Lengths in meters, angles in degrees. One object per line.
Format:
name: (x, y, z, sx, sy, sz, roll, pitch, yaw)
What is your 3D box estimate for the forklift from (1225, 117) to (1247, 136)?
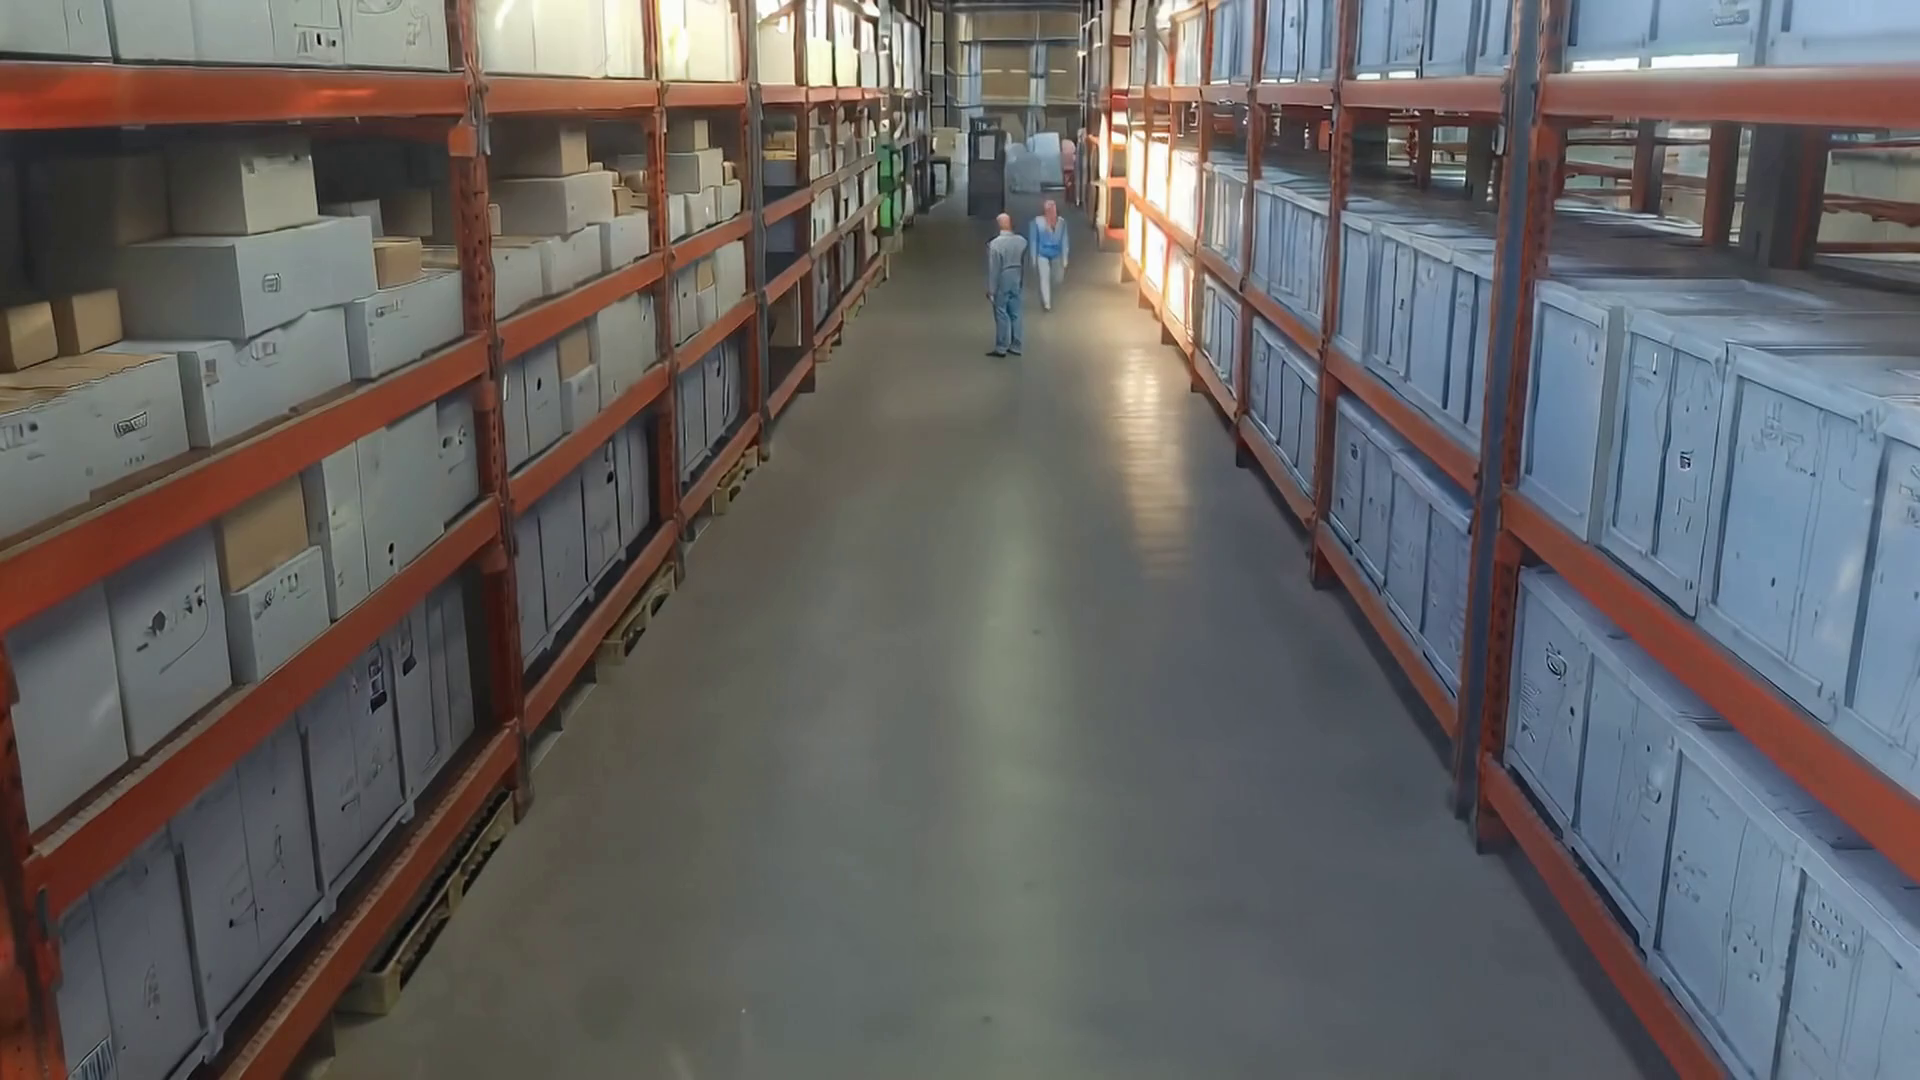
forklift: (7.700, -10.150, 45.555, 1.129, 2.768, 1.873, 0, 15, 1)

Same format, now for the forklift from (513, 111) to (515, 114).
forklift: (-18.267, -16.752, 70.120, 1.129, 2.768, 1.873, 0, 15, 2)

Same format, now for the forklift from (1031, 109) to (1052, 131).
forklift: (3.425, -16.734, 70.052, 1.129, 2.768, 1.873, 0, 15, 2)

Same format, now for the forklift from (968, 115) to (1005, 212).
forklift: (0.804, -11.289, 49.793, 1.129, 2.768, 1.873, 0, 15, 2)

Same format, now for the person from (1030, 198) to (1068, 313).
person: (1.445, -4.585, 26.835, 0.653, 1.831, 0.436, -4, 16, -16)

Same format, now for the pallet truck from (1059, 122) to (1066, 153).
pallet truck: (5.788, -21.111, 88.014, 1.885, 1.965, 0.823, 5, 16, 18)

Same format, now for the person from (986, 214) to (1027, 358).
person: (0.590, -3.401, 22.304, 0.640, 1.904, 0.401, -13, 20, -40)

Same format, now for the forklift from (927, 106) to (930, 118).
forklift: (-1.924, -21.395, 87.397, 1.129, 2.768, 1.873, 0, 15, 2)
